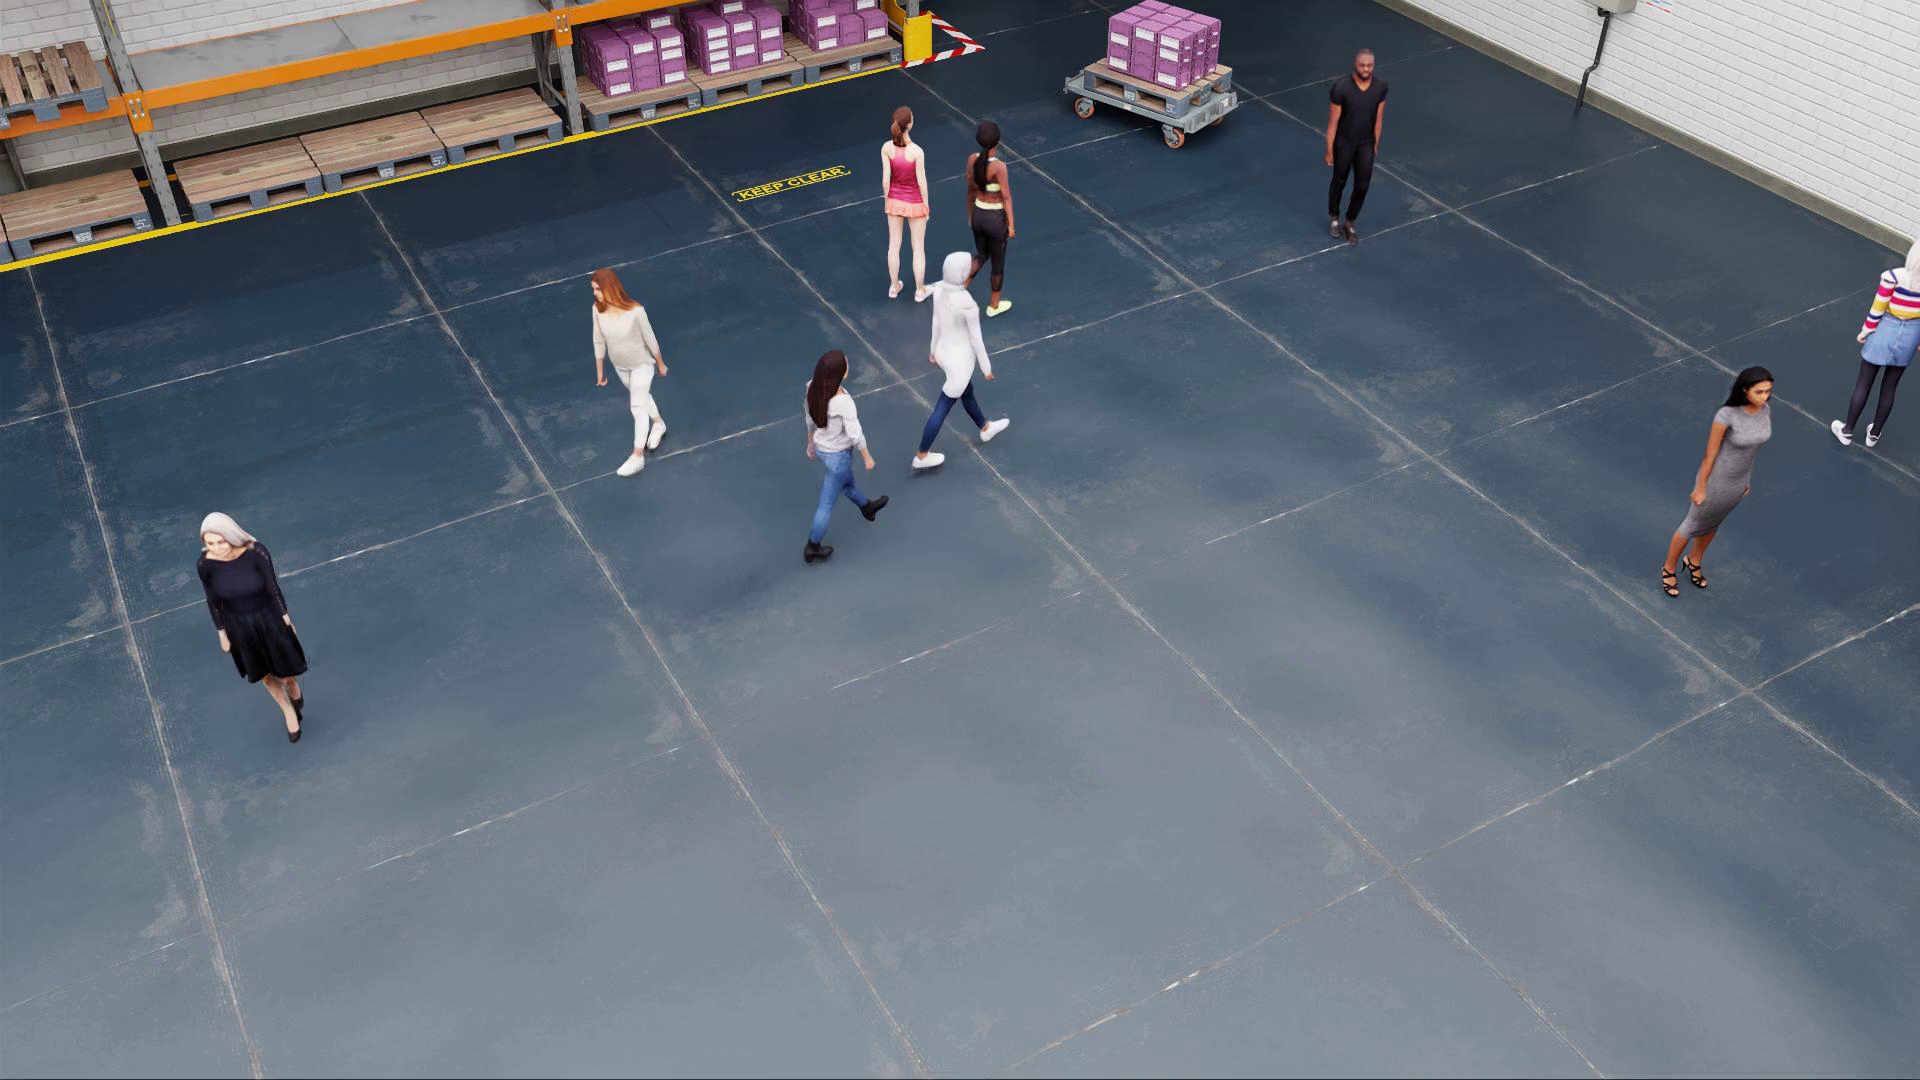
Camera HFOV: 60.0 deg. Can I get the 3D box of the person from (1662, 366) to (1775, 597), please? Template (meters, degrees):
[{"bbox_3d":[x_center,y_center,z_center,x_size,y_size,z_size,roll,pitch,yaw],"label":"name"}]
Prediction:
[{"bbox_3d":[5.060,-0.387,11.066,0.528,1.781,0.688,-12,40,-15],"label":"person"}]

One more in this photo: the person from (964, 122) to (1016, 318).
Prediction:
[{"bbox_3d":[0.179,-2.611,13.885,0.750,1.738,0.913,31,48,33],"label":"person"}]

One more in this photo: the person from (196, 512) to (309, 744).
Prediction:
[{"bbox_3d":[-4.216,0.488,10.006,0.752,1.736,0.784,-10,40,-12],"label":"person"}]

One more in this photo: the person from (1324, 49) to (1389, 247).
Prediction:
[{"bbox_3d":[3.537,-3.613,15.086,0.820,1.804,0.888,-2,39,-2],"label":"person"}]

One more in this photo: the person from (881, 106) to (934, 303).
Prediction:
[{"bbox_3d":[-0.464,-2.868,14.194,0.672,1.753,0.726,12,40,14],"label":"person"}]

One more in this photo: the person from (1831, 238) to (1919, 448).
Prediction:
[{"bbox_3d":[6.991,-1.504,12.443,0.702,1.808,0.772,8,39,10],"label":"person"}]

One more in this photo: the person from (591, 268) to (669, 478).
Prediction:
[{"bbox_3d":[-2.383,-1.355,12.365,0.980,1.672,1.079,9,40,11],"label":"person"}]

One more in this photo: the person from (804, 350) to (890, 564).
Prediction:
[{"bbox_3d":[-0.929,-0.528,11.401,1.082,1.582,0.726,-27,46,-29],"label":"person"}]

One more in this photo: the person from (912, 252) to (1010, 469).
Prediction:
[{"bbox_3d":[-0.103,-1.267,12.210,1.137,1.728,0.687,-23,44,-26],"label":"person"}]
